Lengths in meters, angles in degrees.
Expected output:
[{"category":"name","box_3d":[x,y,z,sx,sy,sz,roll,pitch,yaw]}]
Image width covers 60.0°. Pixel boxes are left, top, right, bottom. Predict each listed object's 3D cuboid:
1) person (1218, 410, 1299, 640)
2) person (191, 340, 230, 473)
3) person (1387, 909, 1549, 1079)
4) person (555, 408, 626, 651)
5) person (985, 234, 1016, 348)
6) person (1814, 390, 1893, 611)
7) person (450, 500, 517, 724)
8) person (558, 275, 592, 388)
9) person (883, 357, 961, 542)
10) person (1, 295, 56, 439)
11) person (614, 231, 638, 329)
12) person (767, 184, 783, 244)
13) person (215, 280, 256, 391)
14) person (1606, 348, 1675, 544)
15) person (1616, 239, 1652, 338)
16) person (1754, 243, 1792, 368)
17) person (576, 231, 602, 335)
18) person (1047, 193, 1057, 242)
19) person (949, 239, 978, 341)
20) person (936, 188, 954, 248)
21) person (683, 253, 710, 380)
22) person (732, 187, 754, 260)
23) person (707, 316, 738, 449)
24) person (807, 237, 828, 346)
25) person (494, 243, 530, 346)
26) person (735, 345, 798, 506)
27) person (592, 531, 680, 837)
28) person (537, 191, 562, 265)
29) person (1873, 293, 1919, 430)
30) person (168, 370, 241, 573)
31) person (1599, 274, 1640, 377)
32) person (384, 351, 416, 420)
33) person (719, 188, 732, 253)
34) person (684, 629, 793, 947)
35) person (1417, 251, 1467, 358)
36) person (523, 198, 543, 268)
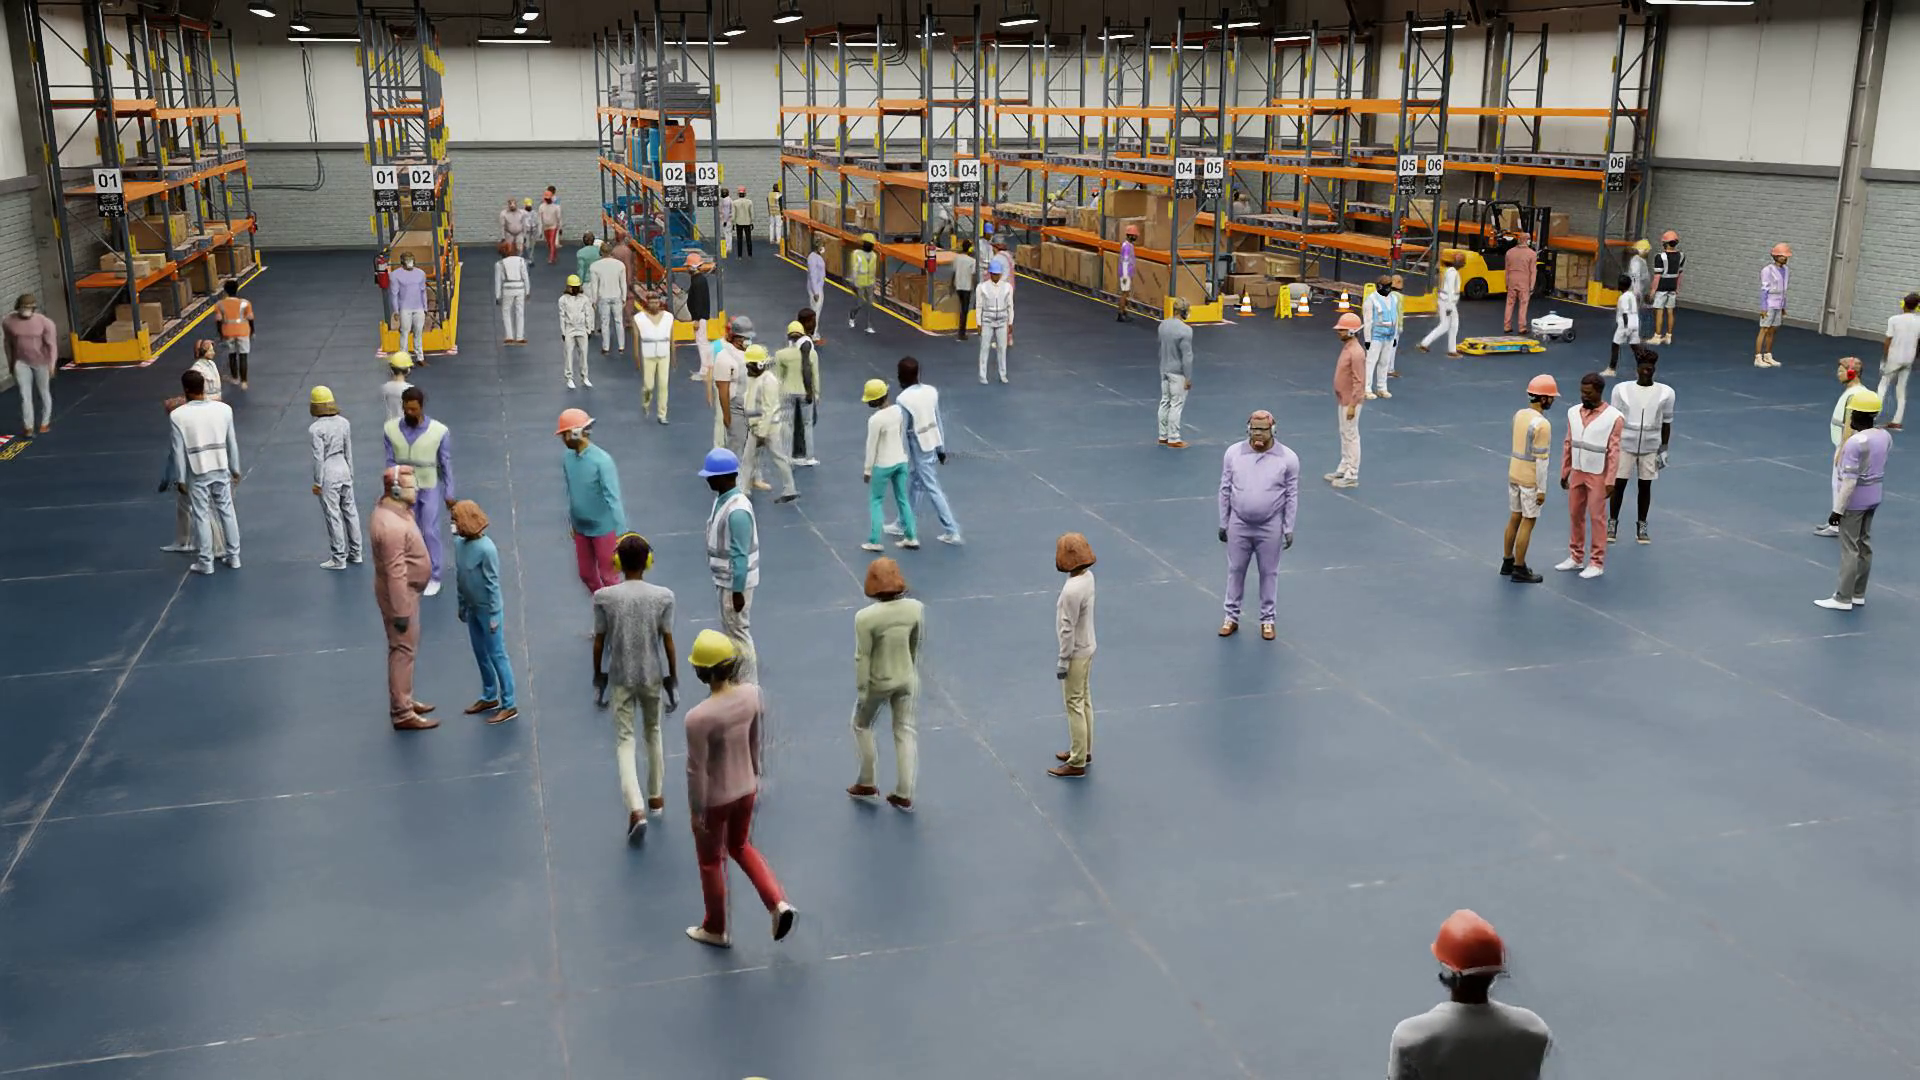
[{"category":"person","box_3d":[2.427,-0.122,13.651,0.636,1.911,0.406,5,16,17]},{"category":"person","box_3d":[-8.814,-1.538,19.512,0.313,1.631,0.518,0,15,0]},{"category":"person","box_3d":[1.693,2.095,5.634,0.577,1.736,0.547,-2,15,-9]},{"category":"person","box_3d":[-2.906,-0.081,13.398,0.794,1.971,0.454,12,19,39]},{"category":"person","box_3d":[0.716,-4.463,29.731,0.543,2.000,0.696,8,17,27]},{"category":"person","box_3d":[7.762,-0.338,14.424,0.585,1.929,0.370,-10,18,-33]},{"category":"person","box_3d":[-3.416,0.506,11.843,0.319,1.622,0.506,-14,20,-42]},{"category":"person","box_3d":[-5.908,-3.211,25.603,0.484,1.739,0.319,-9,17,-29]},{"category":"person","box_3d":[-0.372,-0.900,16.675,0.940,1.870,0.602,7,17,25]},{"category":"person","box_3d":[-12.187,-2.282,21.824,0.647,1.878,0.926,-4,16,-16]},{"category":"person","box_3d":[-6.459,-5.012,32.102,0.495,1.890,0.670,-7,17,-26]},{"category":"person","box_3d":[-5.601,-9.952,50.794,0.629,1.837,0.429,11,19,37]},{"category":"person","box_3d":[-11.058,-3.143,25.474,0.543,1.669,0.793,-3,15,-11]},{"category":"person","box_3d":[6.767,-0.937,16.606,0.607,1.966,0.367,4,15,15]},{"category":"person","box_3d":[12.606,-4.685,30.993,0.477,1.818,0.606,8,17,28]},{"category":"person","box_3d":[13.471,-3.872,27.505,0.607,2.044,0.379,-9,17,-30]},{"category":"person","box_3d":[-6.937,-4.847,31.396,0.378,1.932,0.629,14,21,43]},{"category":"person","box_3d":[2.506,-8.641,45.880,0.408,1.821,0.613,-3,15,-12]},{"category":"person","box_3d":[0.107,-4.603,30.616,0.570,1.844,0.591,11,18,36]},{"category":"person","box_3d":[-0.334,-9.599,49.357,0.980,1.871,0.680,-9,17,-30]},{"category":"person","box_3d":[-4.146,-3.527,26.295,0.397,1.992,0.623,-1,15,-3]},{"category":"person","box_3d":[-5.992,-8.743,45.922,0.610,1.996,0.379,-4,15,-14]},{"category":"person","box_3d":[-2.783,-1.800,20.136,0.664,1.813,0.464,-10,18,-34]},{"category":"person","box_3d":[-2.579,-4.486,30.024,0.371,1.935,0.627,0,15,1]},{"category":"person","box_3d":[-8.041,-4.400,29.863,0.666,1.856,0.388,-9,17,-31]},{"category":"person","box_3d":[-2.174,-1.214,17.995,0.912,1.782,0.603,-9,17,-30]},{"category":"person","box_3d":[-1.961,0.876,10.056,0.519,1.854,0.789,-3,15,-12]},{"category":"person","box_3d":[-11.052,-8.433,44.854,0.620,1.951,0.972,2,15,9]},{"category":"person","box_3d":[12.570,-2.396,22.335,0.580,1.844,0.435,3,15,10]},{"category":"person","box_3d":[-7.051,-0.642,15.600,0.380,1.911,0.611,12,19,39]},{"category":"person","box_3d":[10.691,-3.395,26.478,0.739,1.650,0.540,12,19,39]},{"category":"person","box_3d":[-5.902,-1.140,17.764,0.553,1.750,0.372,10,18,34]},{"category":"person","box_3d":[-6.758,-9.220,48.017,0.429,1.840,0.634,0,15,-1]},{"category":"person","box_3d":[-1.184,1.308,8.554,0.559,1.752,0.538,11,18,35]},{"category":"person","box_3d":[8.294,-4.045,28.530,0.726,1.853,0.585,9,17,30]},{"category":"person","box_3d":[-11.274,-8.064,43.734,0.619,1.797,0.821,-10,18,-33]}]
